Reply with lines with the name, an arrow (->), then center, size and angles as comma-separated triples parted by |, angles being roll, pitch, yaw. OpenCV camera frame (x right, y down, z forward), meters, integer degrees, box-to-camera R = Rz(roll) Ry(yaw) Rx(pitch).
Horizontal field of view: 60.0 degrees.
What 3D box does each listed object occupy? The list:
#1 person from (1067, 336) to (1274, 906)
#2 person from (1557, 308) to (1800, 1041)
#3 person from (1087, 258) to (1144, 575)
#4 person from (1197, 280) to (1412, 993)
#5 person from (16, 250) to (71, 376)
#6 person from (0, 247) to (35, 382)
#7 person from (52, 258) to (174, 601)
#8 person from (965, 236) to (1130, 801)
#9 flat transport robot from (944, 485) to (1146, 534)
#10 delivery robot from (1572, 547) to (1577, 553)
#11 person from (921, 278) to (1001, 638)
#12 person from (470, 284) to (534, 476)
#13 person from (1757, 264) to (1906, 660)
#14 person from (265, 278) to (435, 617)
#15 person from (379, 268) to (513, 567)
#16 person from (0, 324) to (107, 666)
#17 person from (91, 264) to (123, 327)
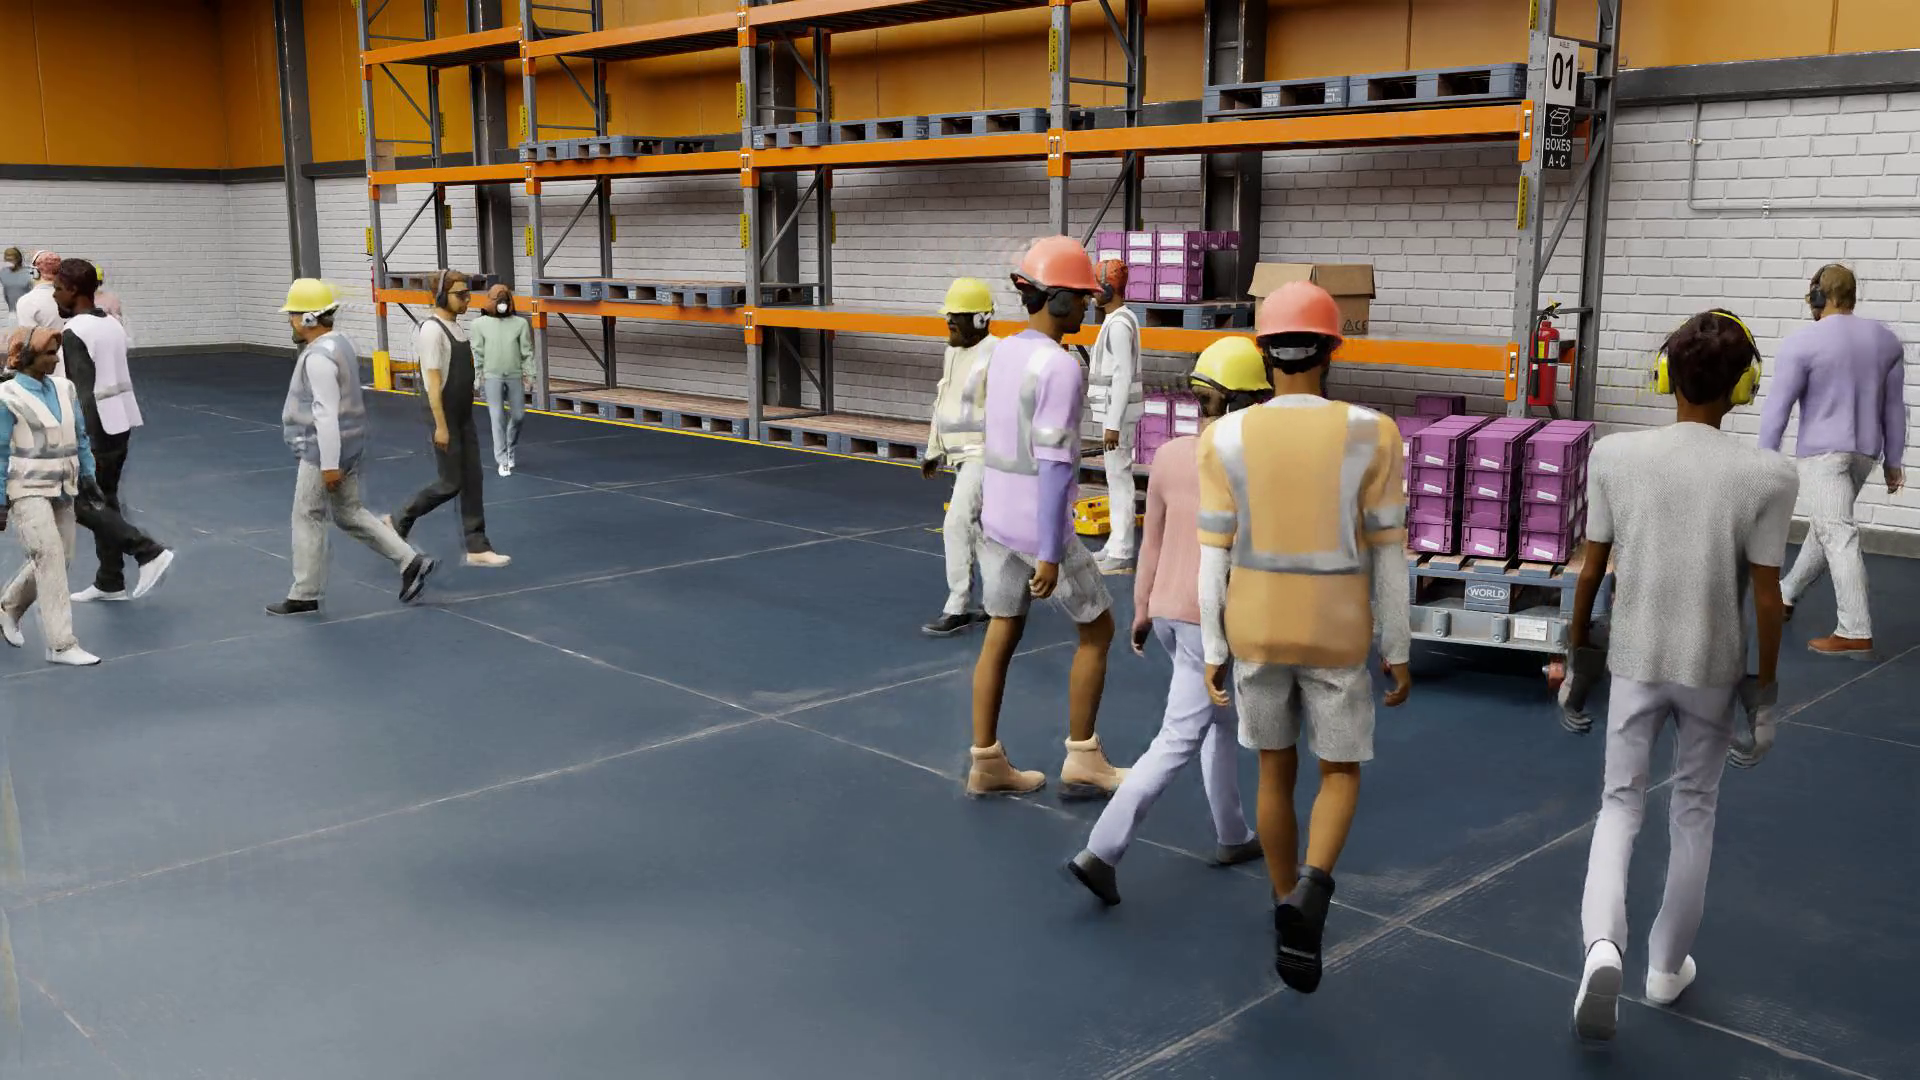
person -> 0.679, 0.246, 5.076 | 0.883, 1.727, 0.532 | -6, 12, -31
person -> 1.773, 0.348, 4.181 | 0.530, 1.848, 0.721 | 6, 12, 31
person -> 0.922, -0.732, 9.961 | 0.358, 1.885, 0.572 | 1, 10, 6
person -> 0.895, 0.276, 4.414 | 0.602, 1.900, 0.718 | 4, 11, 19
person -> -6.873, -1.237, 12.651 | 0.403, 1.911, 0.637 | 4, 11, 22
person -> -12.858, -3.079, 22.845 | 0.658, 1.855, 1.057 | 2, 11, 9
person -> -4.681, -0.586, 9.125 | 0.509, 1.901, 0.586 | -1, 10, -4
person -> 0.352, -0.056, 5.935 | 0.781, 2.014, 0.620 | -5, 12, -26
flat transport robot -> 0.623, -0.254, 11.757 | 1.431, 0.197, 0.652 | 10, 14, 42
delivery robot -> 3.619, -0.126, 10.028 | 0.477, 0.478, 0.707 | 0, 10, 2
person -> -0.006, -0.419, 8.480 | 0.723, 1.806, 0.615 | -4, 11, -21
person -> -3.900, -1.373, 14.193 | 0.509, 1.620, 0.631 | -5, 12, -26
person -> 4.261, -0.412, 8.242 | 0.684, 1.869, 1.068 | -2, 11, -12
person -> -3.301, -0.491, 8.879 | 0.808, 1.807, 0.600 | -2, 11, -9
person -> -3.139, -0.723, 10.067 | 0.705, 1.830, 0.520 | 1, 10, 6
person -> -4.427, -0.222, 7.926 | 0.683, 1.612, 0.517 | 2, 11, 10
person -> -9.276, -2.106, 17.887 | 0.525, 1.725, 0.817 | -5, 12, -25
